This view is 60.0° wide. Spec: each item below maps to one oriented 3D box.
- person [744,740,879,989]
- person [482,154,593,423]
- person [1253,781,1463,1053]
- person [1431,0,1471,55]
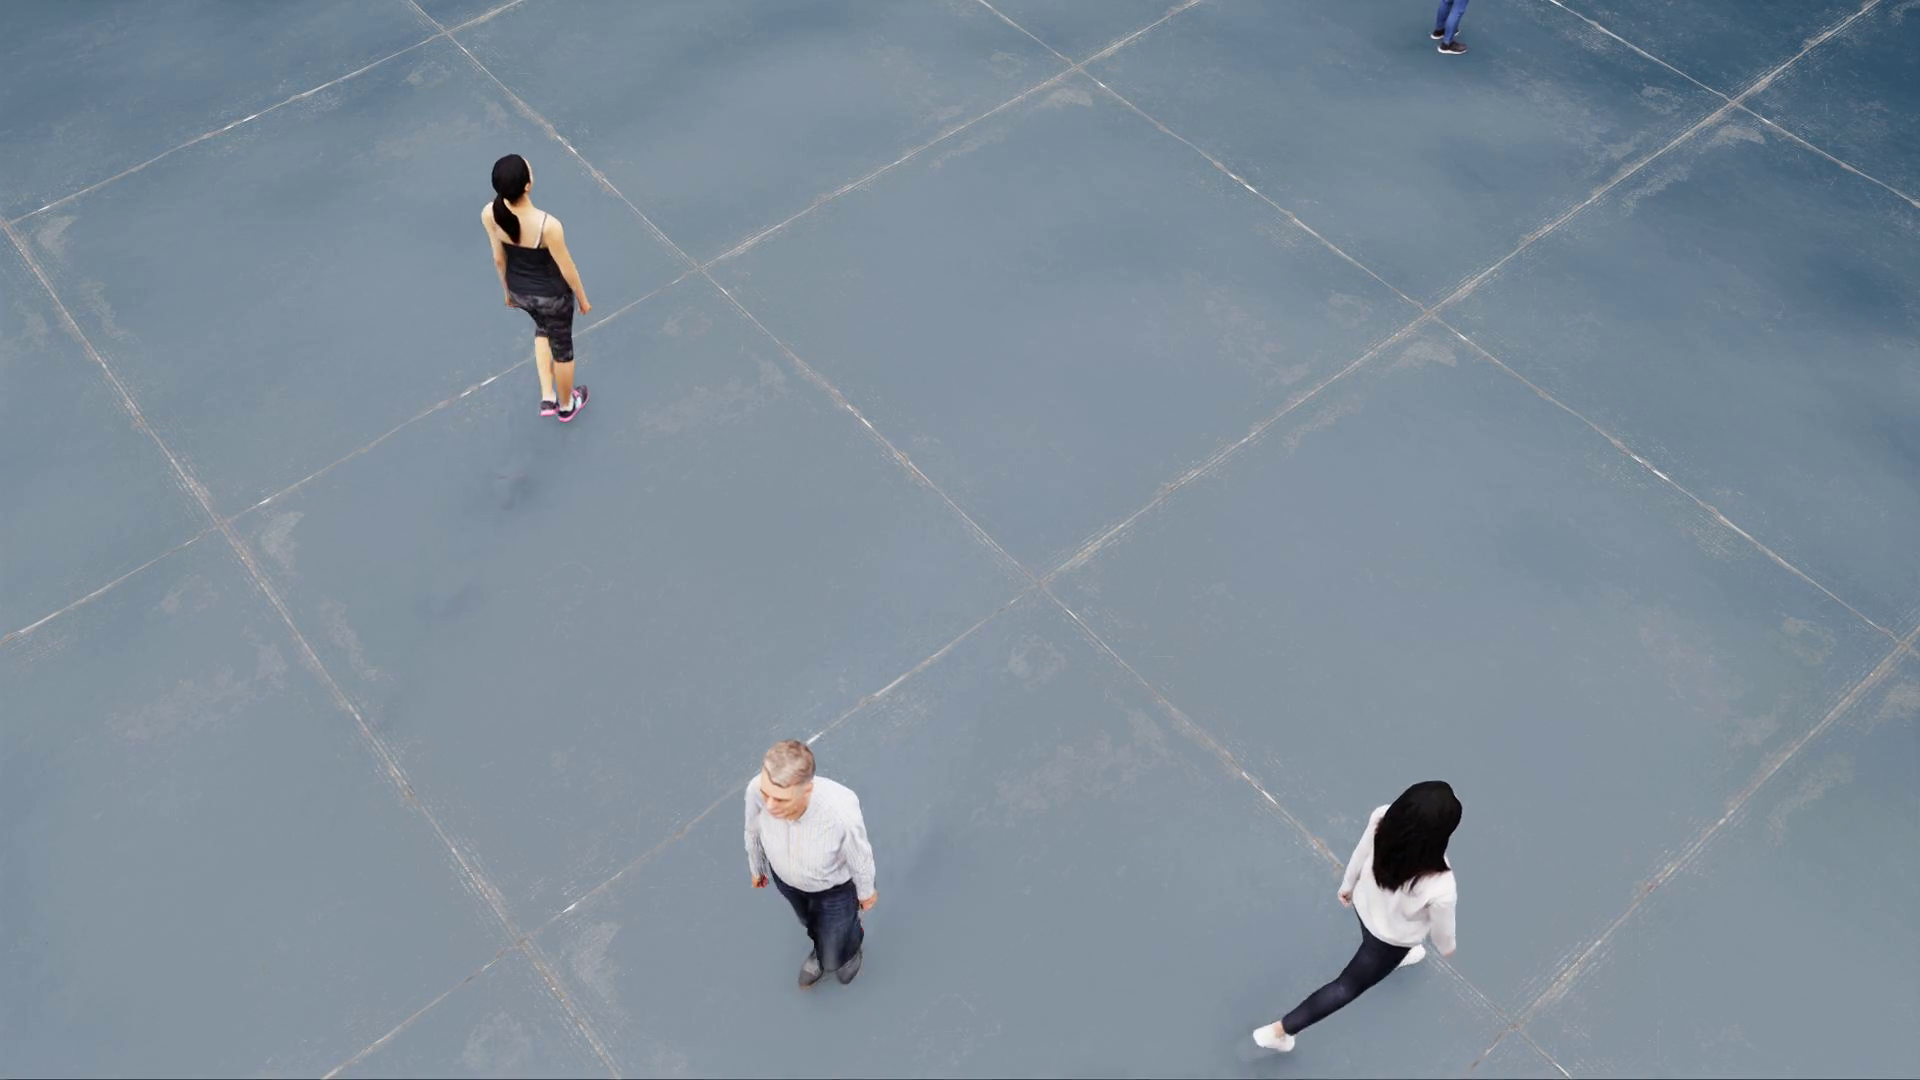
[{"bbox_3d":[-0.522,1.217,6.456,0.781,1.808,0.796,20,55,15],"label":"person"},{"bbox_3d":[-2.146,-1.173,8.366,0.717,1.715,0.774,13,53,10],"label":"person"},{"bbox_3d":[1.551,1.473,6.349,1.193,1.664,0.850,-17,54,-13],"label":"person"},{"bbox_3d":[3.249,-3.676,10.686,0.578,1.112,0.530,-6,52,-5],"label":"person"}]
